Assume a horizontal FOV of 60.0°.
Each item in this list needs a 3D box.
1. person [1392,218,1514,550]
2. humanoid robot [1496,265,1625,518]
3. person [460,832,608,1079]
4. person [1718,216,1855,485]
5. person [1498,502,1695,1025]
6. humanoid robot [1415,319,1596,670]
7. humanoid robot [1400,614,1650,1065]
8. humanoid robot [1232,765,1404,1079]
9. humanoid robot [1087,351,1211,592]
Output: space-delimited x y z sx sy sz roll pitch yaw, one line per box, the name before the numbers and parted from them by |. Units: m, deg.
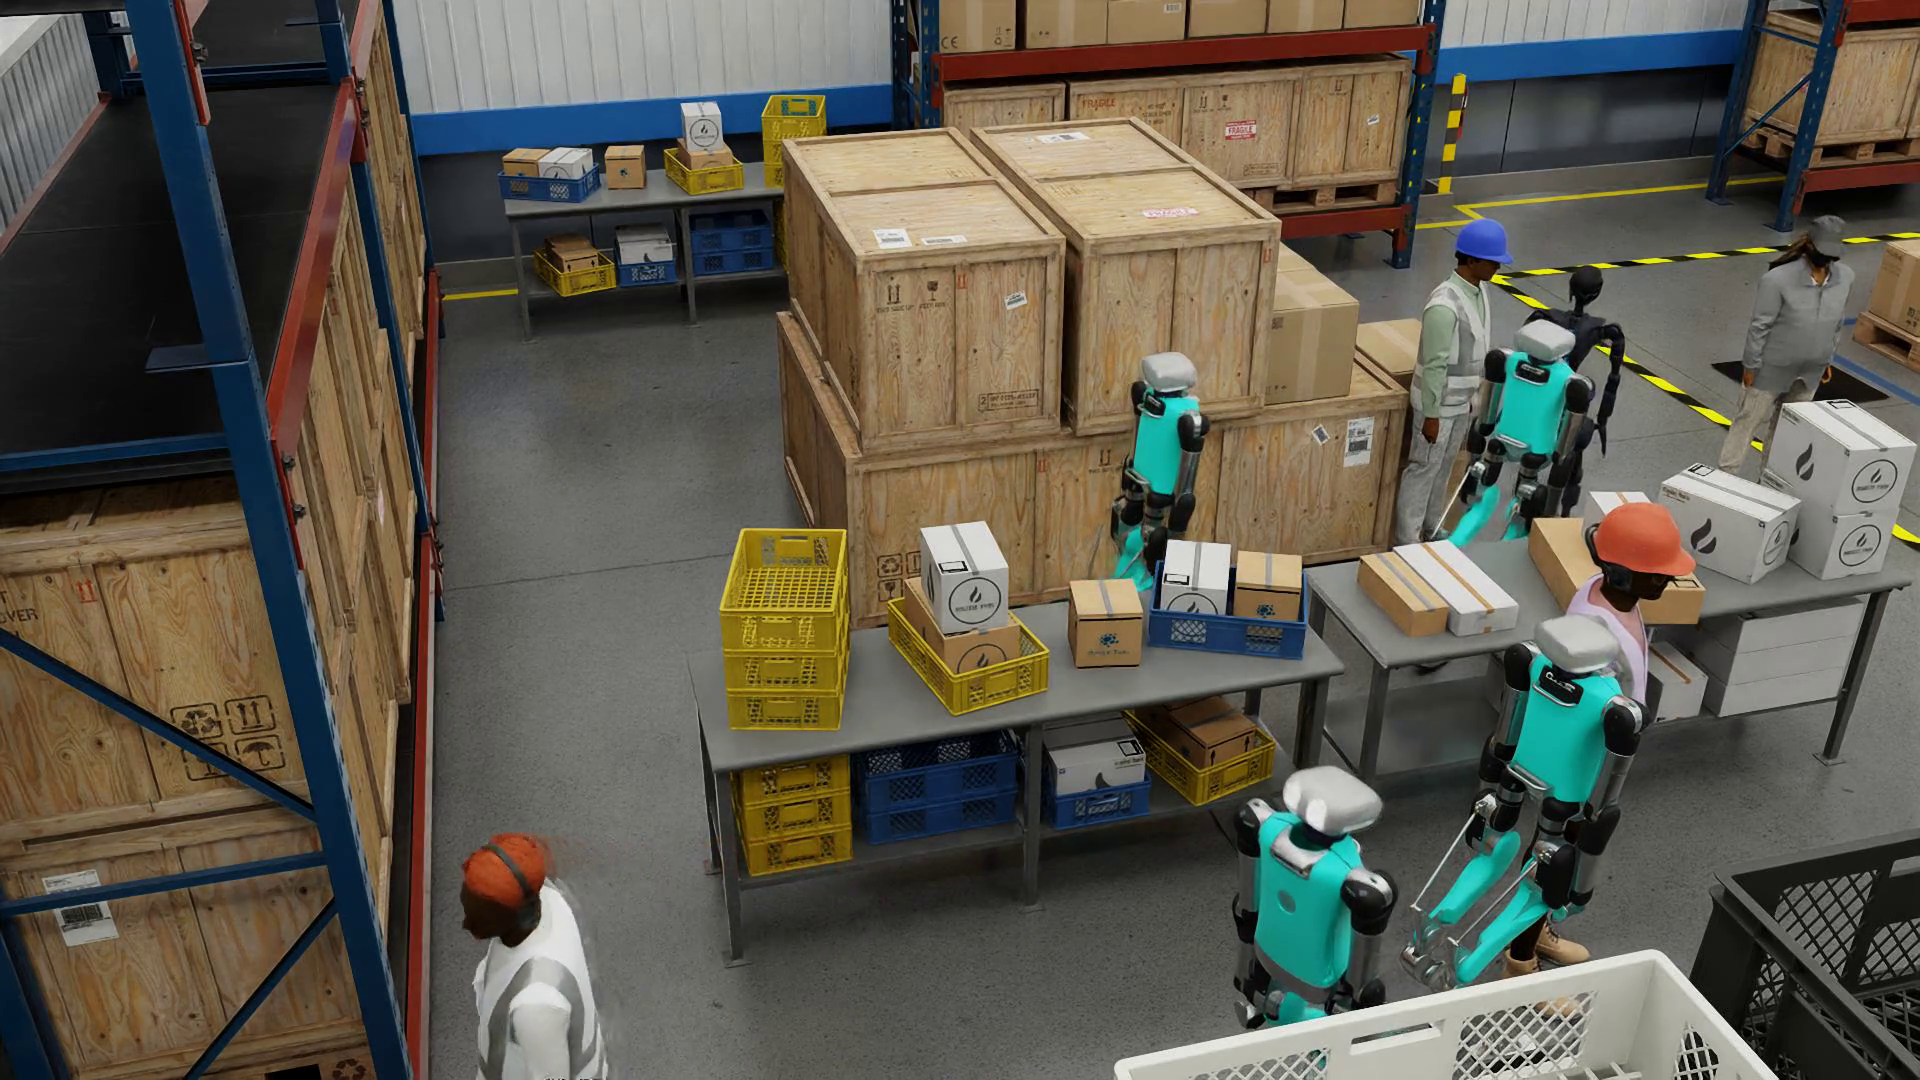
person | 2.577 -0.753 8.756 0.412 1.939 0.602 19 34 31
humanoid robot | 3.175 -0.687 8.898 0.599 1.656 0.331 15 32 24
person | -1.198 1.555 4.640 0.428 1.863 0.609 -3 29 -5
person | 4.651 -0.984 9.352 0.572 1.761 0.407 -5 29 -9
person | 2.214 0.779 5.866 0.372 2.044 0.604 13 31 22
humanoid robot | 2.487 -0.125 7.847 0.888 1.783 0.556 -24 37 -37
humanoid robot | 1.769 1.059 5.535 0.735 1.676 0.533 -15 32 -26
humanoid robot | 1.160 1.369 5.062 0.682 1.764 0.532 -21 35 -33
humanoid robot | 0.701 0.098 7.546 0.727 1.905 0.541 -12 31 -20
